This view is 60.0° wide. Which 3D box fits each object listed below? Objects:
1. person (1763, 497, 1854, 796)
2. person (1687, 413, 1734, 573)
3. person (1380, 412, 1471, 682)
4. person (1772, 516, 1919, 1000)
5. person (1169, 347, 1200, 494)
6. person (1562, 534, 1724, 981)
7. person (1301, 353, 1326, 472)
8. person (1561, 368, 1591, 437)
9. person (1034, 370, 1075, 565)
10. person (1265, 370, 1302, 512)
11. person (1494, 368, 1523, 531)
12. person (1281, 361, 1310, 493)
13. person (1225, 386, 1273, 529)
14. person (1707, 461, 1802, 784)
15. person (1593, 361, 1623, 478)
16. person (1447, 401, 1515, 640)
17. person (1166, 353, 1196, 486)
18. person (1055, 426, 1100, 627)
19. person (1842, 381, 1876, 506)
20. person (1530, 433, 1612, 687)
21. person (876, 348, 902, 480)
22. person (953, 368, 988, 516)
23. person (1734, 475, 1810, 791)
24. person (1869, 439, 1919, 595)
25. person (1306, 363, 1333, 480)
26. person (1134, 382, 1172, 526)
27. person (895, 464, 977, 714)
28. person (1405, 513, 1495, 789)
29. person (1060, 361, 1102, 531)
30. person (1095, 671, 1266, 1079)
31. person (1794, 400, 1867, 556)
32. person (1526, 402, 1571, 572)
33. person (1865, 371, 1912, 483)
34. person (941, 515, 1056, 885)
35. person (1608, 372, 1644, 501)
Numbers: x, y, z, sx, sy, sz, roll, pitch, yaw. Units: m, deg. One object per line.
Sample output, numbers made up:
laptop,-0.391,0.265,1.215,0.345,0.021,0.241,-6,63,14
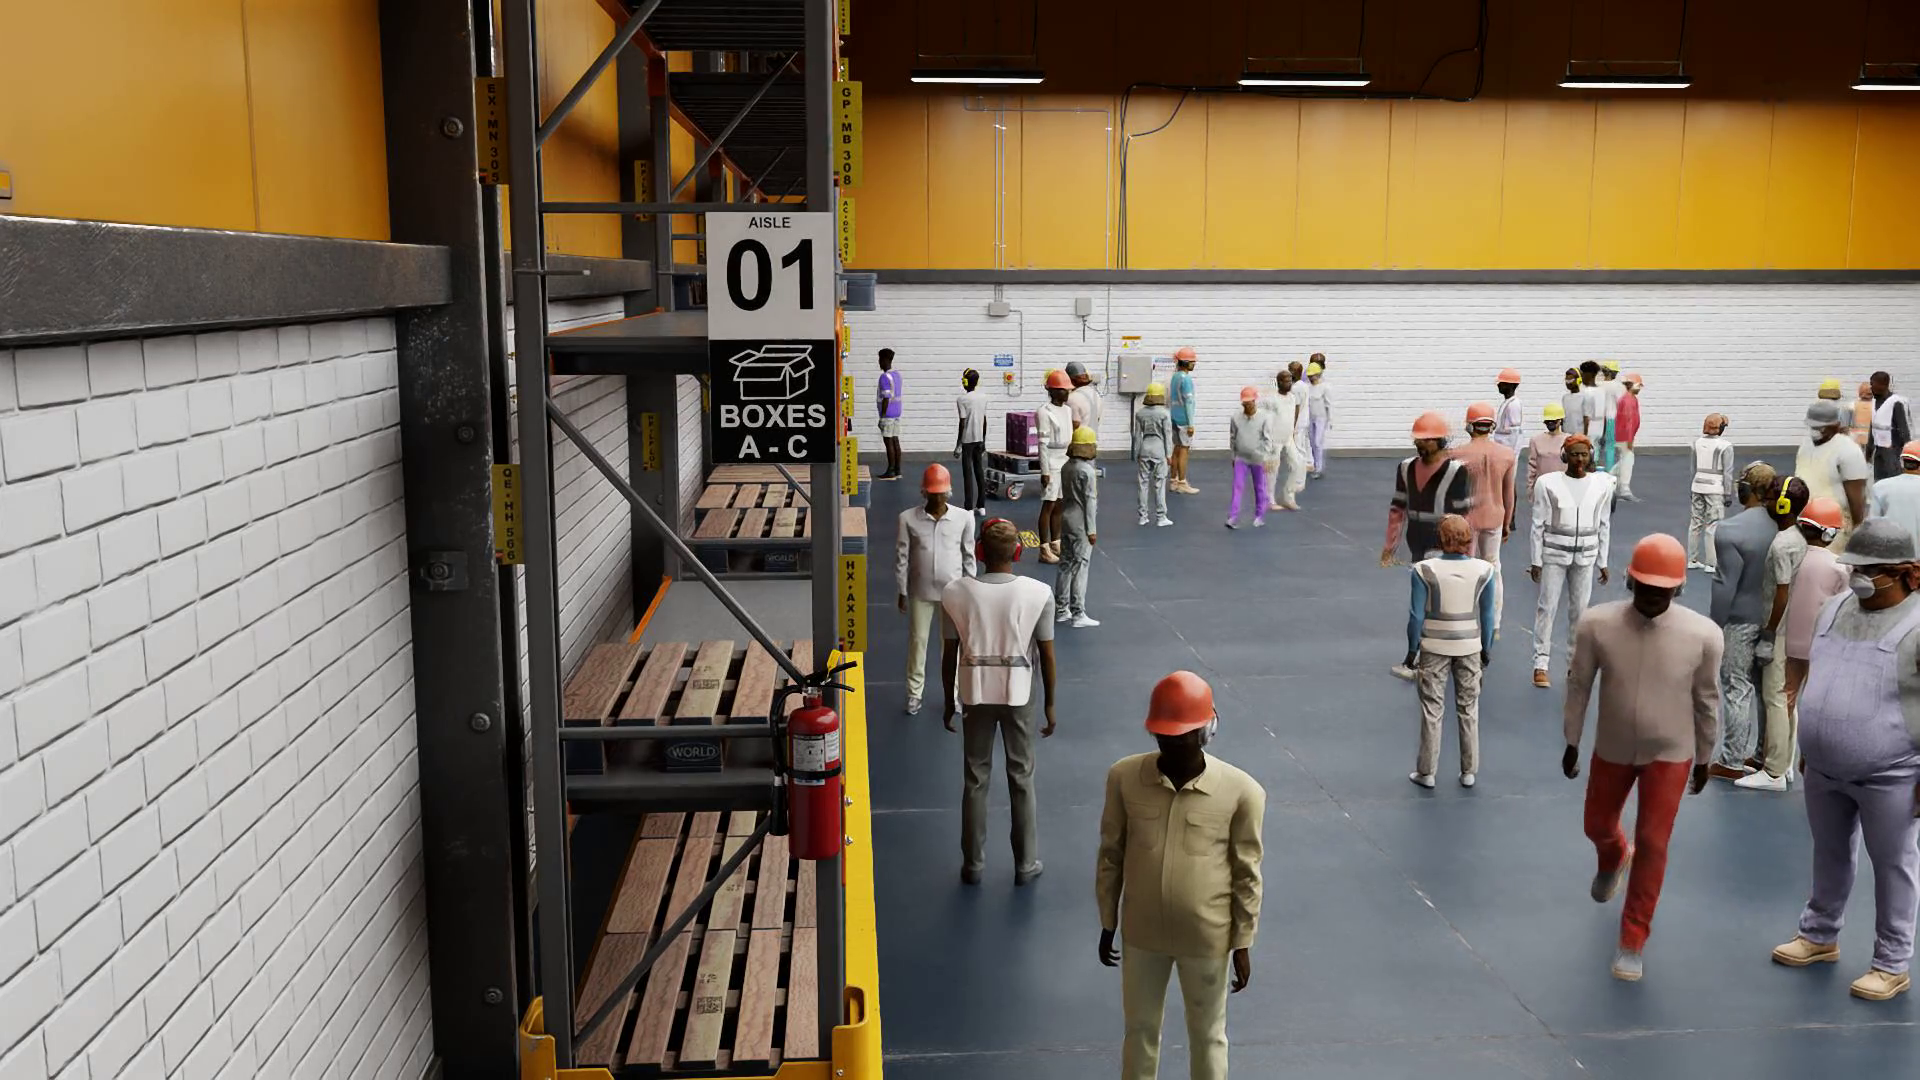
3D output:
person,4.972,0.618,9.731,0.332,1.749,0.573,-6,11,-34
person,7.658,-0.476,16.992,0.312,1.634,0.514,-4,10,-22
person,3.461,0.049,12.502,0.978,2.001,0.615,-6,11,-34
person,3.813,0.905,7.034,0.535,2.000,0.684,-4,10,-22
person,3.121,-1.655,23.100,0.374,2.043,0.611,-2,9,-14
person,3.025,0.892,7.384,0.637,1.957,0.839,5,10,29
person,5.497,-1.976,25.773,0.430,1.836,0.626,-1,9,-6
person,7.841,-1.268,21.263,0.327,1.861,0.501,-4,10,-21
person,1.031,-0.769,17.537,0.373,2.044,0.606,6,11,31
person,4.159,-1.254,21.263,0.556,1.820,0.660,-6,11,-32
person,6.496,-1.079,19.802,0.353,1.942,0.546,1,9,8
person,4.687,-1.570,23.195,0.351,1.842,0.507,5,10,27
person,3.459,-0.978,19.885,0.573,1.706,0.878,5,10,27
person,4.713,0.494,9.935,0.627,1.941,0.371,-3,10,-20
person,9.711,-1.808,24.958,0.327,1.760,0.523,-7,12,-39
person,4.294,-0.155,13.831,0.619,1.992,0.396,-2,9,-10
person,3.128,-1.726,23.766,0.472,1.976,0.624,6,11,35
person,1.044,-0.120,14.445,0.343,1.736,0.484,-5,10,-27
person,11.906,-1.267,21.925,0.514,1.641,0.309,4,10,26
person,4.488,0.153,12.251,0.572,1.883,0.355,1,9,3
person,-1.059,-1.867,24.671,0.362,1.963,0.614,3,10,19
person,0.132,-1.223,20.930,0.511,1.872,0.328,-9,13,-44
person,4.823,0.545,9.827,0.328,1.872,0.513,7,12,38
person,7.494,0.072,13.158,0.332,1.749,0.573,-9,13,-44
person,5.265,-1.772,24.804,0.685,1.727,0.539,-8,12,-41
person,2.357,-1.044,20.204,0.484,1.744,0.296,6,11,31
person,-0.164,0.340,11.490,0.564,1.747,0.349,0,9,-2
person,2.890,0.661,9.819,0.523,1.639,0.306,0,9,-2
person,1.357,-1.116,19.726,0.537,2.000,0.679,5,10,30
person,0.716,1.287,5.537,0.563,1.750,0.327,3,10,20
person,7.380,-0.248,14.273,1.026,2.000,0.766,-1,9,-9
person,5.998,-0.519,16.867,0.518,1.756,0.342,7,11,36
person,11.268,-1.109,20.201,0.448,1.873,0.629,0,9,2
person,0.191,0.806,8.248,0.570,1.849,0.379,1,9,5
person,8.971,-1.399,22.499,0.519,1.727,0.663,4,10,23
